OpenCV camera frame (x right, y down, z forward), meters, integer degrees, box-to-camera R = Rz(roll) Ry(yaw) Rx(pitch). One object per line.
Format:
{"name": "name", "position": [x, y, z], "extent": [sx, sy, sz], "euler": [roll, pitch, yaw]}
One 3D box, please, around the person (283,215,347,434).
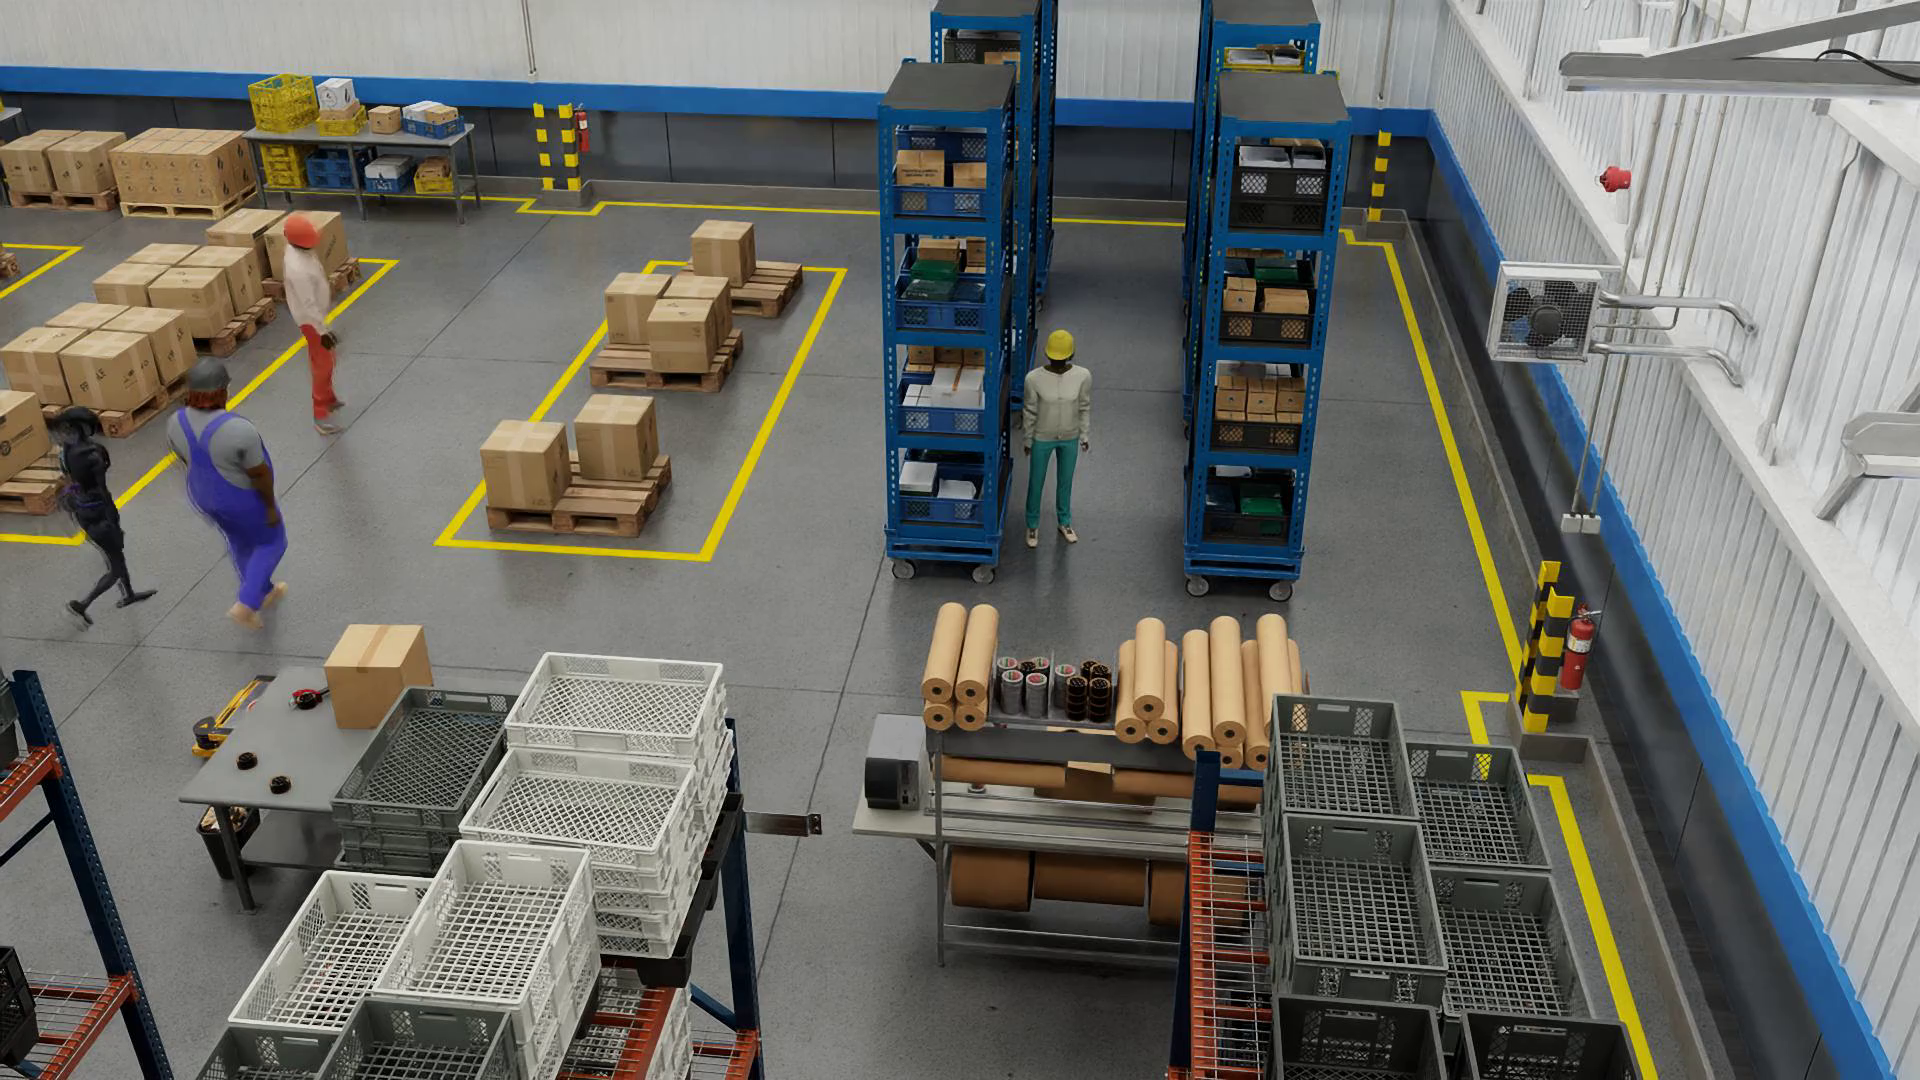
{"name": "person", "position": [-5.549, -1.911, 14.301], "extent": [0.376, 1.942, 0.718], "euler": [-10, 32, -16]}

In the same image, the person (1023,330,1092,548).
{"name": "person", "position": [0.728, -0.768, 12.505], "extent": [0.525, 1.765, 0.326], "euler": [-6, 31, -10]}

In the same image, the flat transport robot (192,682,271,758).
{"name": "flat transport robot", "position": [-4.089, 1.163, 10.648], "extent": [1.431, 0.197, 0.652], "euler": [3, 30, 6]}

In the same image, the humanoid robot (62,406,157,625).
{"name": "humanoid robot", "position": [-6.083, -0.178, 11.603], "extent": [0.567, 1.639, 0.618], "euler": [-27, 39, -37]}

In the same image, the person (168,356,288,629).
{"name": "person", "position": [-5.020, -0.323, 11.468], "extent": [0.697, 2.000, 0.679], "euler": [9, 31, 15]}
